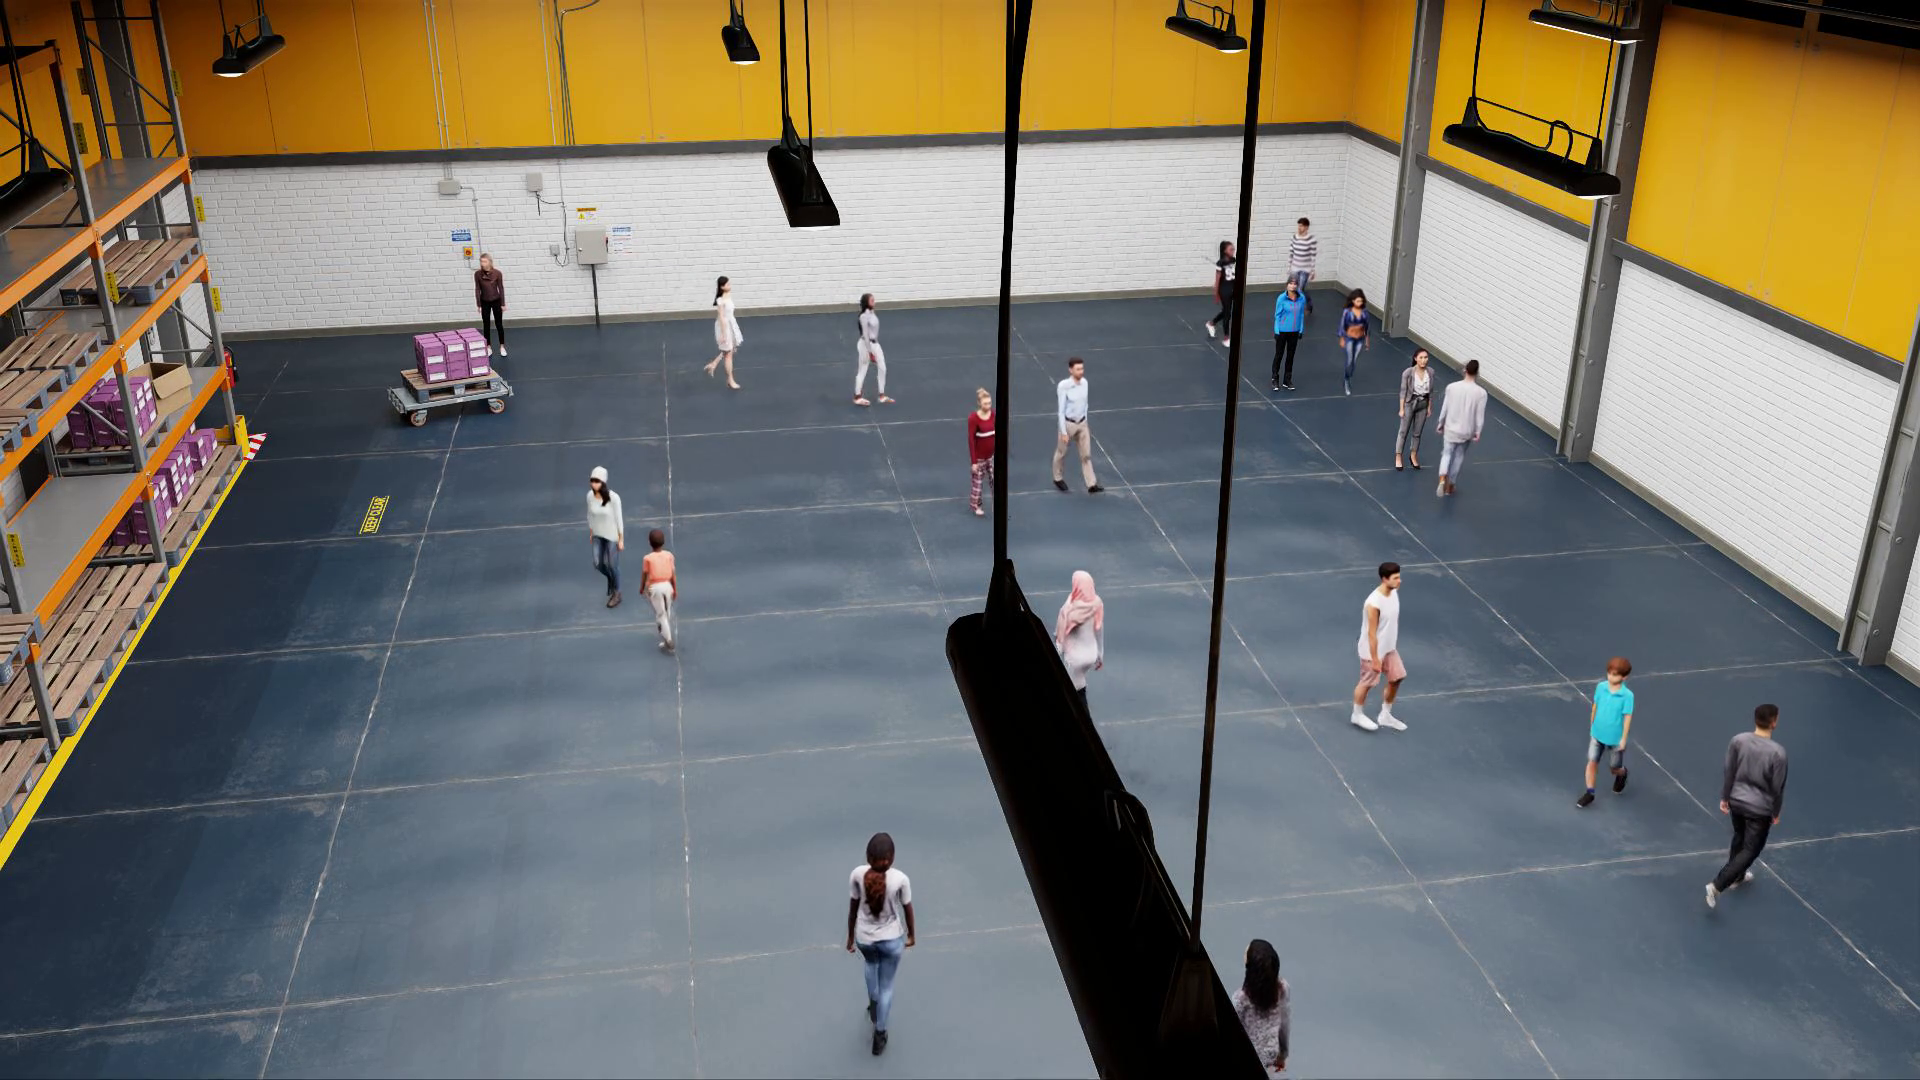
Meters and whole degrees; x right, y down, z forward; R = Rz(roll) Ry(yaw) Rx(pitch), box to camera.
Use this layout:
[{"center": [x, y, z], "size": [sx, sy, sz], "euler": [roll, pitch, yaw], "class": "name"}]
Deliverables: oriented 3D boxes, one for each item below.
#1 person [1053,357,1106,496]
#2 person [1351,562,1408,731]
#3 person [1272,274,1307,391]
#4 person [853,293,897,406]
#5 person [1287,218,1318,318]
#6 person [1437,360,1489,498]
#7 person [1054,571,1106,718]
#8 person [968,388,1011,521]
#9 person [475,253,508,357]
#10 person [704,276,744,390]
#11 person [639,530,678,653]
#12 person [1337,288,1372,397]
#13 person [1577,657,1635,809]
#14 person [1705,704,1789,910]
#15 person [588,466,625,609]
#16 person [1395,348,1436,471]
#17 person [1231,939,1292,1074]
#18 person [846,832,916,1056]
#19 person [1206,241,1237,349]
[{"center": [1.397, -1.478, 21.398], "size": [0.902, 1.806, 1.217], "euler": [-13, 27, -27], "class": "person"}, {"center": [3.891, 0.991, 15.798], "size": [0.932, 1.768, 0.870], "euler": [19, 30, 37], "class": "person"}, {"center": [4.982, -3.168, 25.267], "size": [0.611, 1.804, 0.507], "euler": [-3, 24, -7], "class": "person"}, {"center": [-1.433, -2.804, 24.565], "size": [0.911, 1.699, 0.904], "euler": [10, 26, 22], "class": "person"}, {"center": [5.944, -4.639, 28.628], "size": [1.132, 1.808, 1.201], "euler": [-20, 31, -38], "class": "person"}, {"center": [6.343, -1.377, 21.153], "size": [1.000, 1.817, 1.088], "euler": [9, 25, 20], "class": "person"}, {"center": [1.168, 1.154, 15.400], "size": [0.851, 1.788, 0.970], "euler": [-16, 29, -33], "class": "person"}, {"center": [0.258, -1.068, 20.624], "size": [0.859, 1.674, 1.084], "euler": [-13, 27, -27], "class": "person"}, {"center": [-7.571, -3.813, 26.867], "size": [0.598, 1.703, 0.497], "euler": [-3, 24, -7], "class": "person"}, {"center": [-3.630, -3.140, 25.253], "size": [0.849, 1.764, 0.872], "euler": [4, 24, 9], "class": "person"}, {"center": [-3.109, 0.559, 17.401], "size": [0.654, 1.276, 0.952], "euler": [-12, 26, -25], "class": "person"}, {"center": [5.941, -3.026, 25.195], "size": [0.633, 1.601, 0.732], "euler": [-3, 24, -8], "class": "person"}, {"center": [5.751, 1.674, 14.648], "size": [0.822, 1.438, 0.828], "euler": [-20, 30, -38], "class": "person"}, {"center": [6.240, 2.138, 13.209], "size": [0.966, 1.739, 1.067], "euler": [-16, 28, -33], "class": "person"}, {"center": [-3.859, -0.072, 18.392], "size": [0.732, 1.637, 0.773], "euler": [6, 24, 13], "class": "person"}, {"center": [6.070, -1.756, 22.195], "size": [0.607, 1.677, 0.565], "euler": [-3, 24, -7], "class": "person"}, {"center": [1.903, 3.340, 10.511], "size": [0.856, 1.699, 1.132], "euler": [-13, 27, -27], "class": "person"}, {"center": [-0.577, 2.845, 11.635], "size": [0.761, 1.705, 0.881], "euler": [4, 24, 9], "class": "person"}, {"center": [4.363, -4.095, 27.503], "size": [0.895, 1.711, 1.146], "euler": [-15, 28, -31], "class": "person"}]
